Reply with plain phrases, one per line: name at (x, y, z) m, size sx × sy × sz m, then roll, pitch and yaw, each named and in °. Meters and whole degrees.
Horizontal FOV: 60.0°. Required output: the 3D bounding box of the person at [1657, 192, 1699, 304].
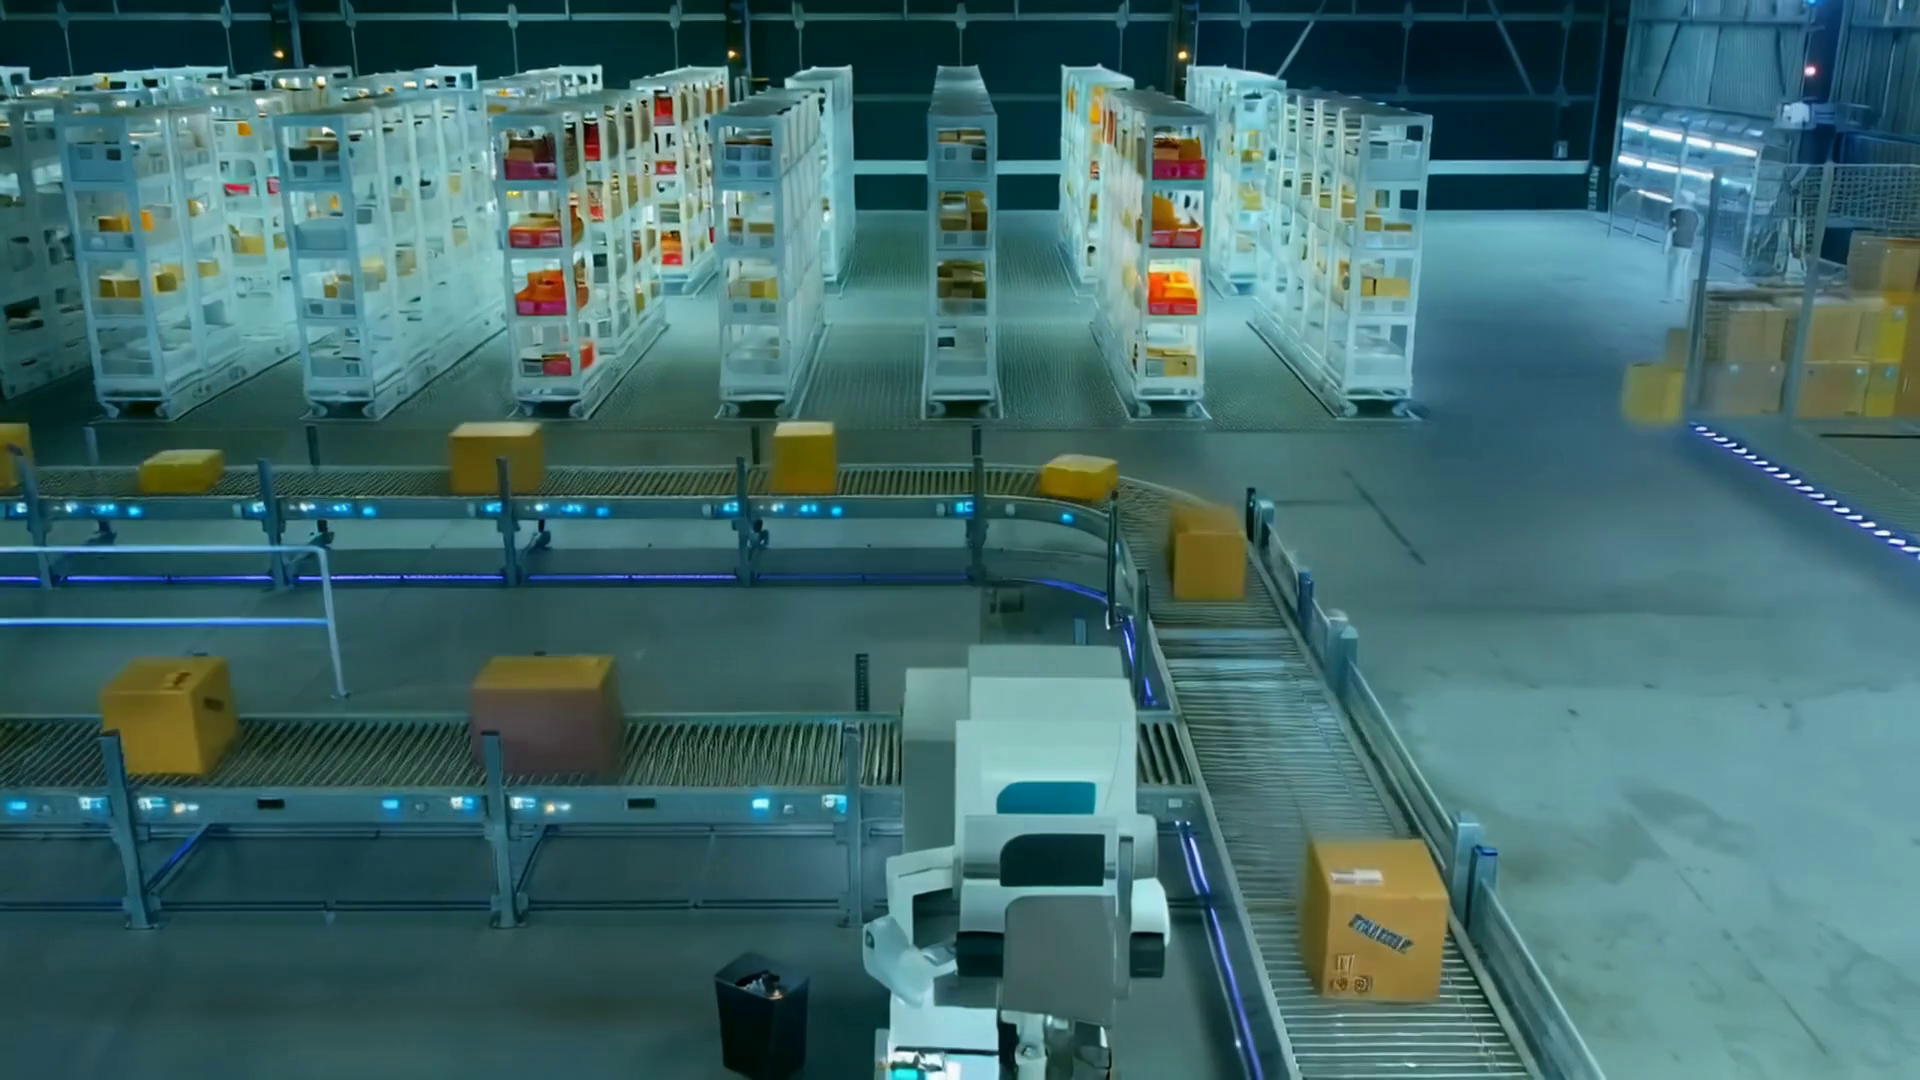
person at (11.882, -4.817, 27.488) m, size 0.564 × 1.846 × 0.392 m, roll -4°, pitch 18°, yaw -12°

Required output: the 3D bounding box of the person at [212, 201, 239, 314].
person at (-11.745, -4.556, 26.707) m, size 0.403 × 1.833 × 0.586 m, roll -13°, pitch 22°, yaw -35°

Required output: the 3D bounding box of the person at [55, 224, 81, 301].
person at (-13.827, -4.373, 26.046) m, size 0.603 × 1.894 × 0.726 m, roll 10°, pitch 21°, yaw 29°
